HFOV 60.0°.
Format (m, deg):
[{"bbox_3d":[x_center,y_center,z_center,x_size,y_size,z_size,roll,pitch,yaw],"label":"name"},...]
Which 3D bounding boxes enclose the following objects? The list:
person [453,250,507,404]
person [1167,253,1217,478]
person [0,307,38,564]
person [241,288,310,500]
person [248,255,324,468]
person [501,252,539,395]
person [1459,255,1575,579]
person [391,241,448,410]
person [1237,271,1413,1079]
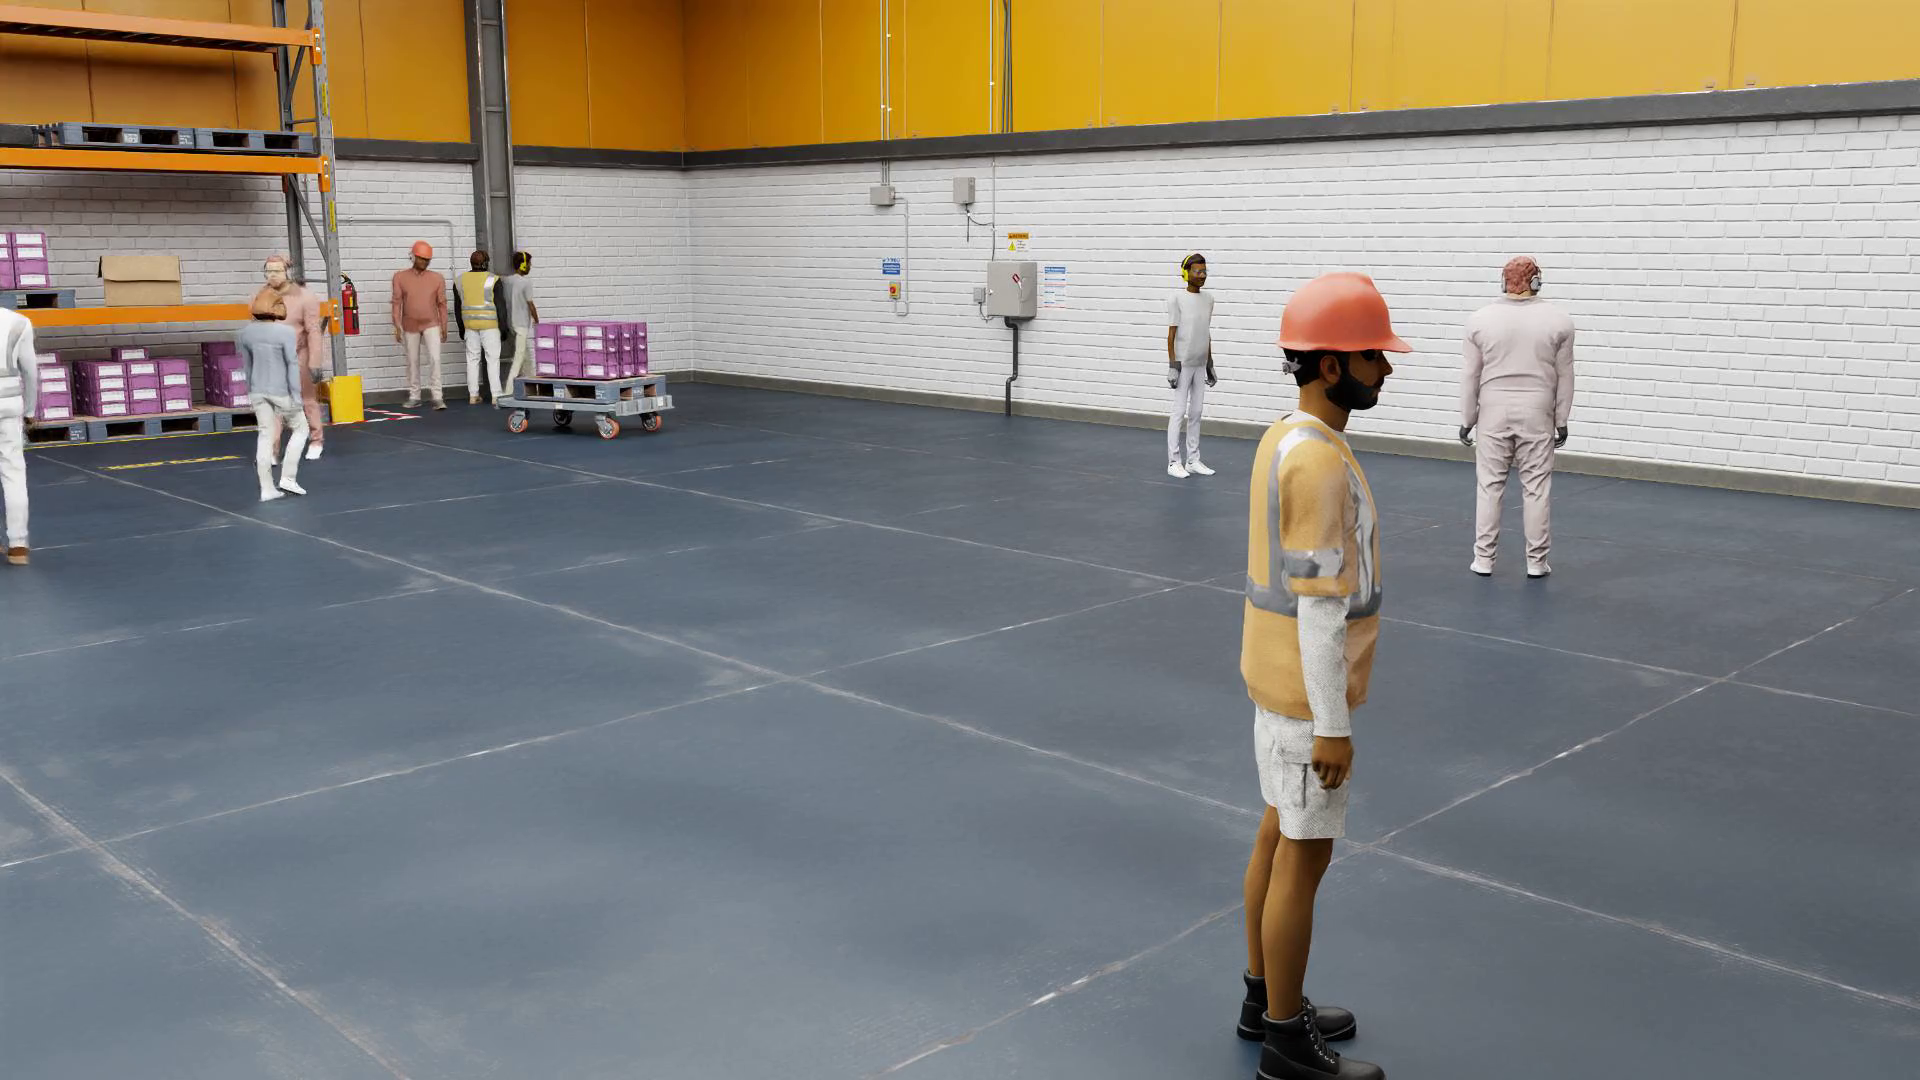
[{"bbox_3d":[-5.745,-2.556,20.026,0.633,1.841,0.429,1,10,8],"label":"person"},{"bbox_3d":[1.956,-1.463,13.992,0.520,1.871,0.326,-8,13,-36],"label":"person"},{"bbox_3d":[-5.966,-0.779,10.217,0.595,1.873,0.497,-8,13,-37],"label":"person"},{"bbox_3d":[-5.245,-1.115,12.773,0.536,1.616,0.447,3,11,15],"label":"person"},{"bbox_3d":[-5.948,-1.582,14.709,0.658,1.849,1.049,0,10,-1],"label":"person"},{"bbox_3d":[-5.278,-2.589,20.298,0.553,1.810,0.950,9,14,41],"label":"person"},{"bbox_3d":[3.288,-0.720,9.852,0.637,1.904,0.403,3,11,18],"label":"person"},{"bbox_3d":[-6.282,-2.482,19.367,0.630,1.952,0.704,-4,11,-19],"label":"person"},{"bbox_3d":[0.853,0.342,3.957,0.360,1.939,0.543,0,10,2],"label":"person"}]
